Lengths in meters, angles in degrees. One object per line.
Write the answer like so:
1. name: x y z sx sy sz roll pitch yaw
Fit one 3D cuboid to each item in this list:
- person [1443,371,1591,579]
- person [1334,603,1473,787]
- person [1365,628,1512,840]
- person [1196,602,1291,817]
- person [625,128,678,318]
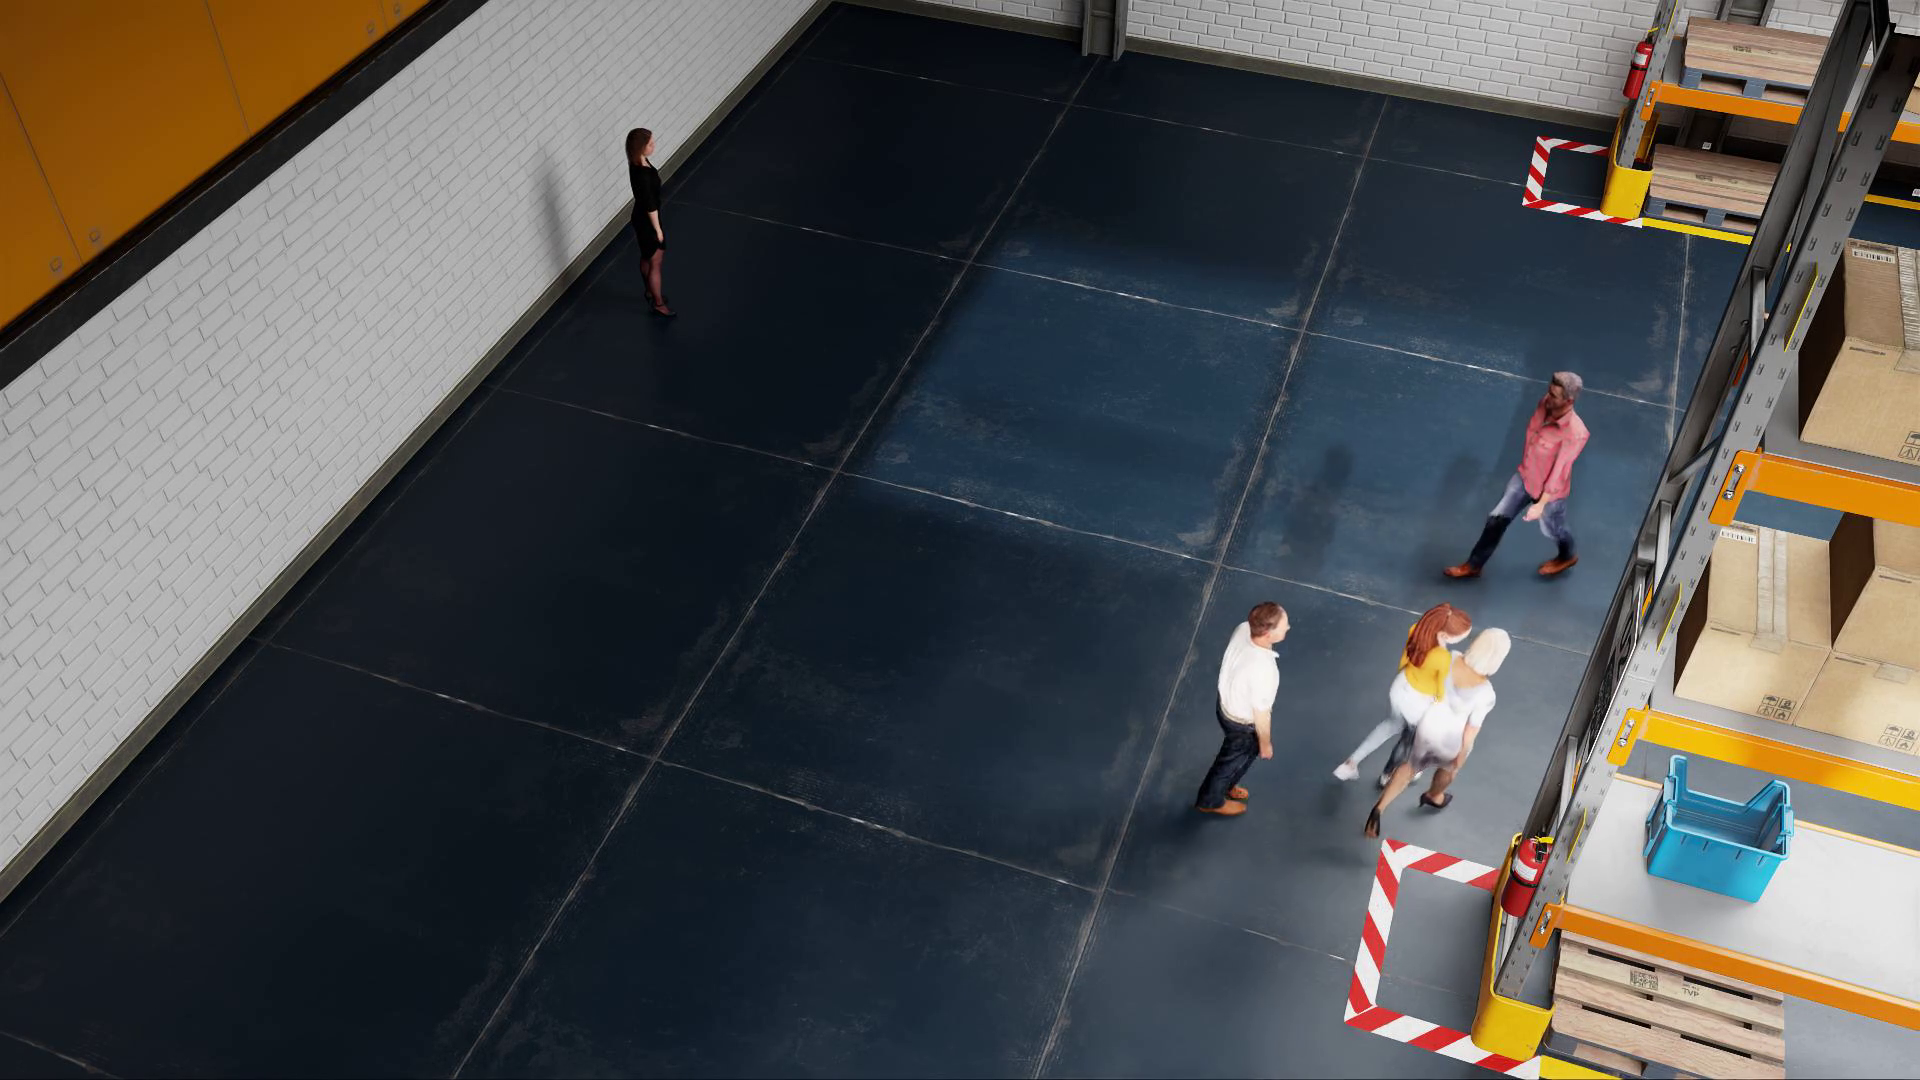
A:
1. person: 4.047 -0.384 11.318 1.309 1.789 1.143 -10 44 -10
2. person: 2.639 0.998 9.908 0.982 1.733 0.909 -18 46 -18
3. person: 2.790 1.164 9.745 1.060 1.718 1.031 -22 48 -21
4. person: 1.562 1.026 9.802 0.759 1.838 0.751 0 44 0
5. person: -2.578 -2.617 13.723 0.702 1.705 0.653 -15 46 -16
